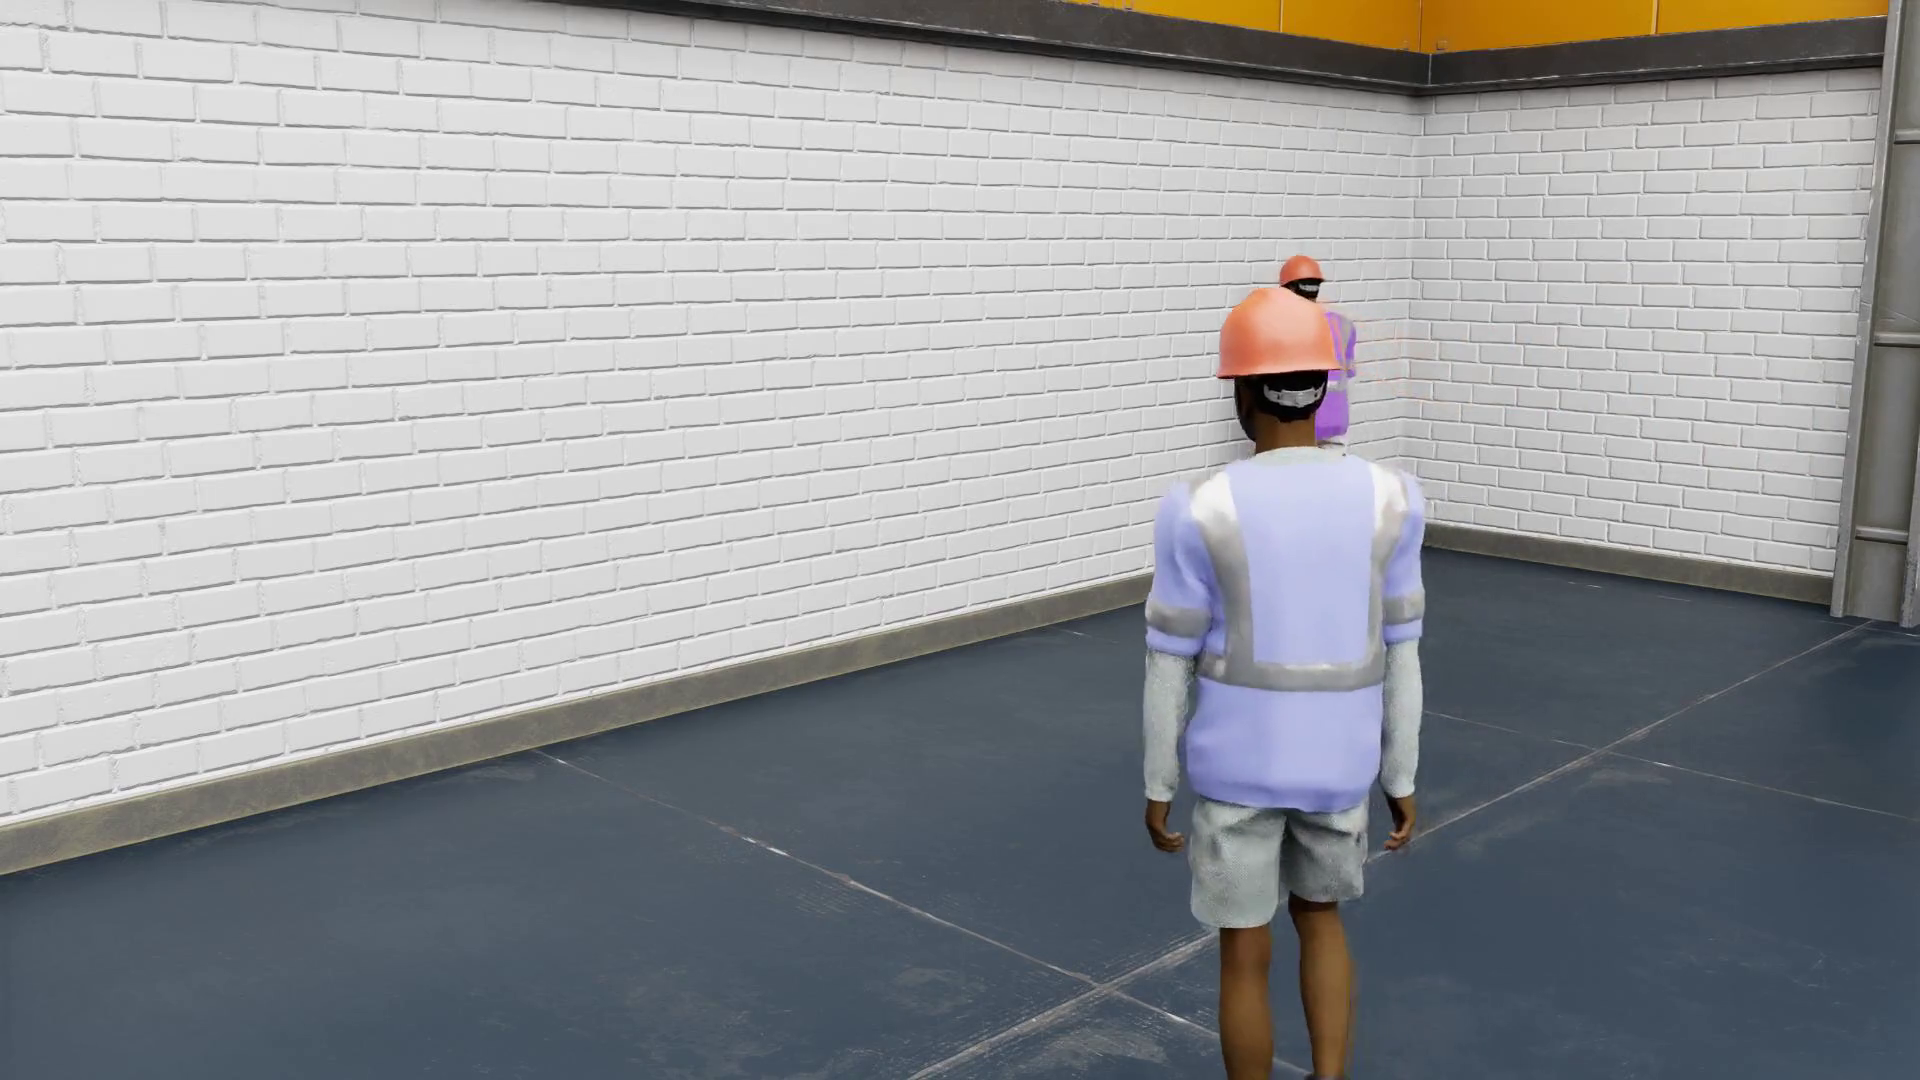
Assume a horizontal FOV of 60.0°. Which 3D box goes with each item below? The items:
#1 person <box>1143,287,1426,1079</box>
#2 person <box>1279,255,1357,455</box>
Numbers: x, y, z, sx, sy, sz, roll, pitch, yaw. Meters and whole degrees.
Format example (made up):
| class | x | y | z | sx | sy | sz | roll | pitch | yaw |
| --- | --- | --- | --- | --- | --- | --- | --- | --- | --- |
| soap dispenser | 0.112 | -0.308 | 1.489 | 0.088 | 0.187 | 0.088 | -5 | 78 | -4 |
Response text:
| class | x | y | z | sx | sy | sz | roll | pitch | yaw |
| --- | --- | --- | --- | --- | --- | --- | --- | --- | --- |
| person | 0.650 | 0.451 | 3.411 | 0.569 | 1.917 | 0.414 | -1 | 10 | -6 |
| person | 1.977 | -0.615 | 9.251 | 0.692 | 1.909 | 0.558 | -3 | 11 | -17 |
